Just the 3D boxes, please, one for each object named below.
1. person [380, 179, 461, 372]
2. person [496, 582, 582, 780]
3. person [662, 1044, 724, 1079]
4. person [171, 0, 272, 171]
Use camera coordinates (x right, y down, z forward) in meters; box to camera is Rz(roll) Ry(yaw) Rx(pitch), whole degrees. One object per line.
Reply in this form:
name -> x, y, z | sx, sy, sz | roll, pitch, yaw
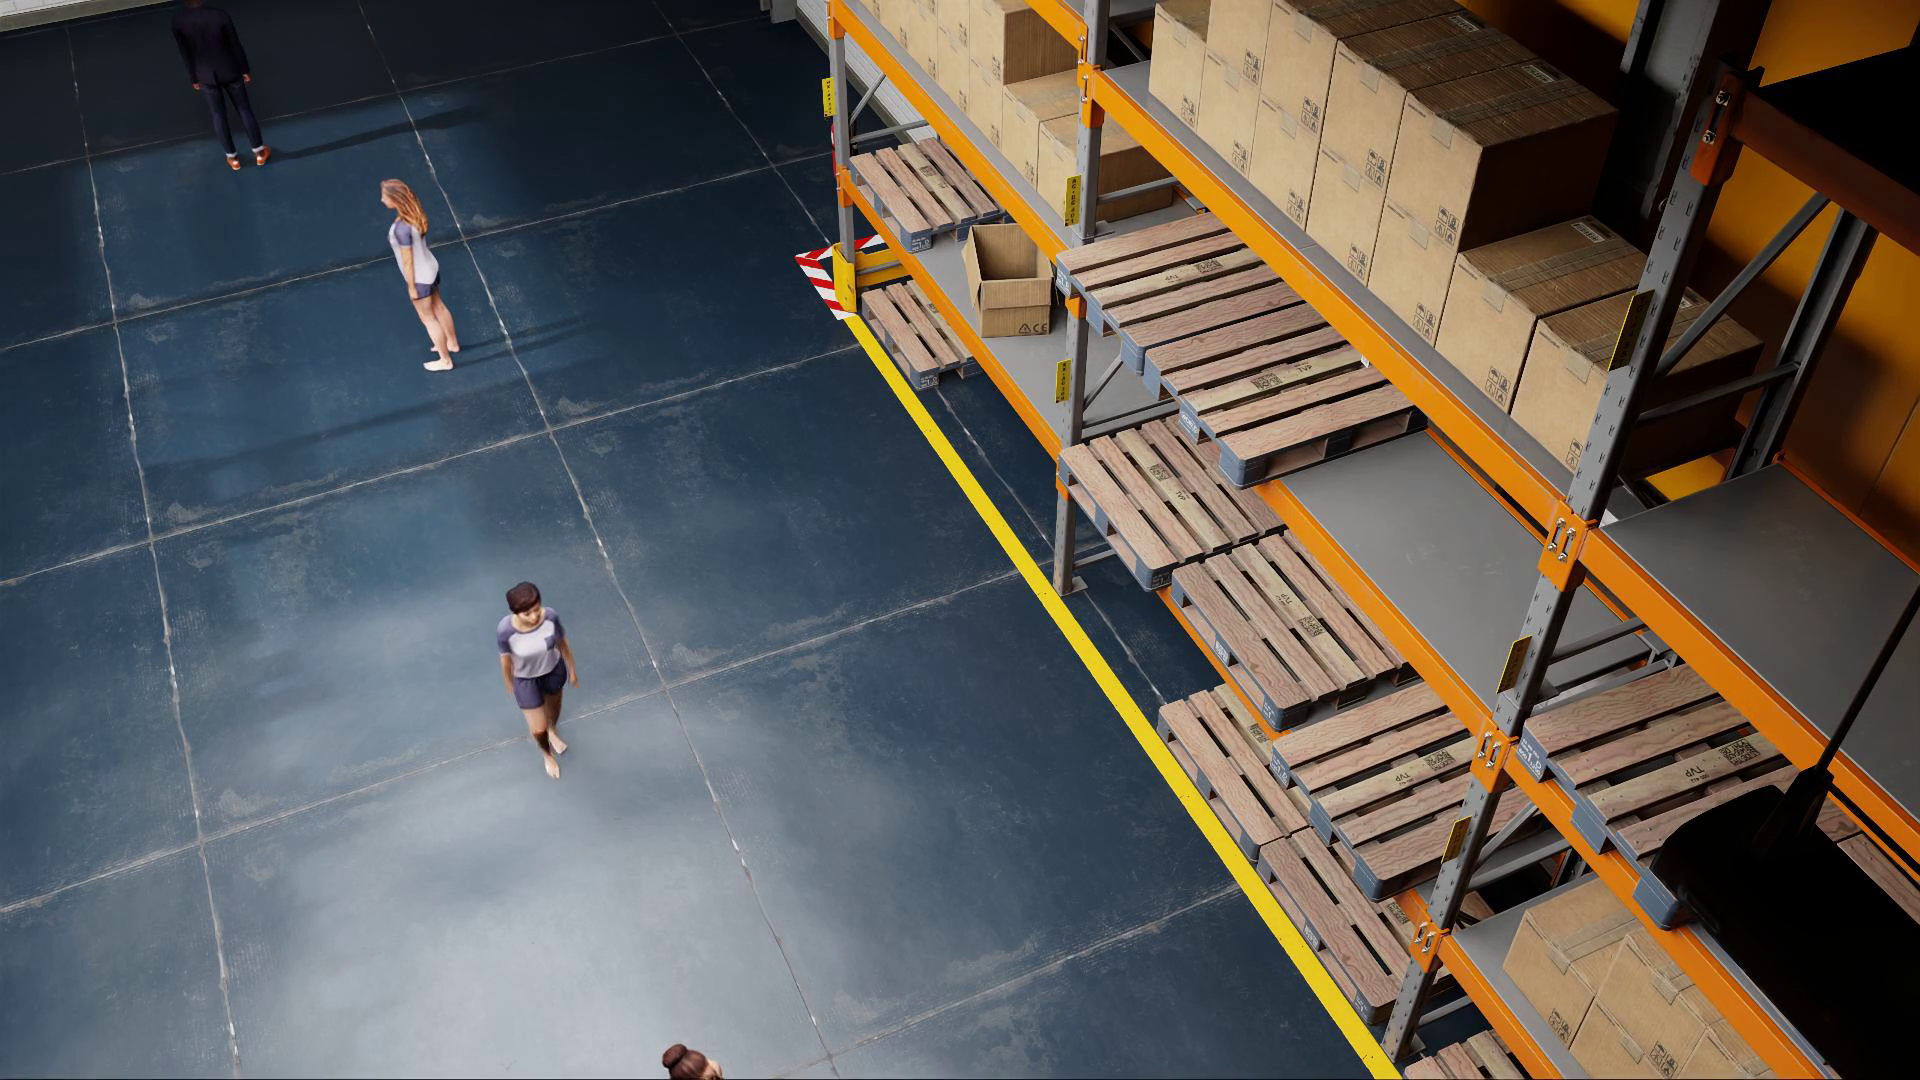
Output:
person -> -4.288, -2.128, 13.276 | 0.733, 1.728, 0.621 | 1, 44, 1
person -> -2.668, 0.769, 10.366 | 0.615, 1.547, 0.669 | -25, 49, -24
person -> -1.231, 2.920, 8.017 | 0.738, 1.673, 0.681 | 16, 46, 16
person -> -6.923, -4.335, 15.527 | 0.712, 1.817, 0.612 | -14, 45, -14
